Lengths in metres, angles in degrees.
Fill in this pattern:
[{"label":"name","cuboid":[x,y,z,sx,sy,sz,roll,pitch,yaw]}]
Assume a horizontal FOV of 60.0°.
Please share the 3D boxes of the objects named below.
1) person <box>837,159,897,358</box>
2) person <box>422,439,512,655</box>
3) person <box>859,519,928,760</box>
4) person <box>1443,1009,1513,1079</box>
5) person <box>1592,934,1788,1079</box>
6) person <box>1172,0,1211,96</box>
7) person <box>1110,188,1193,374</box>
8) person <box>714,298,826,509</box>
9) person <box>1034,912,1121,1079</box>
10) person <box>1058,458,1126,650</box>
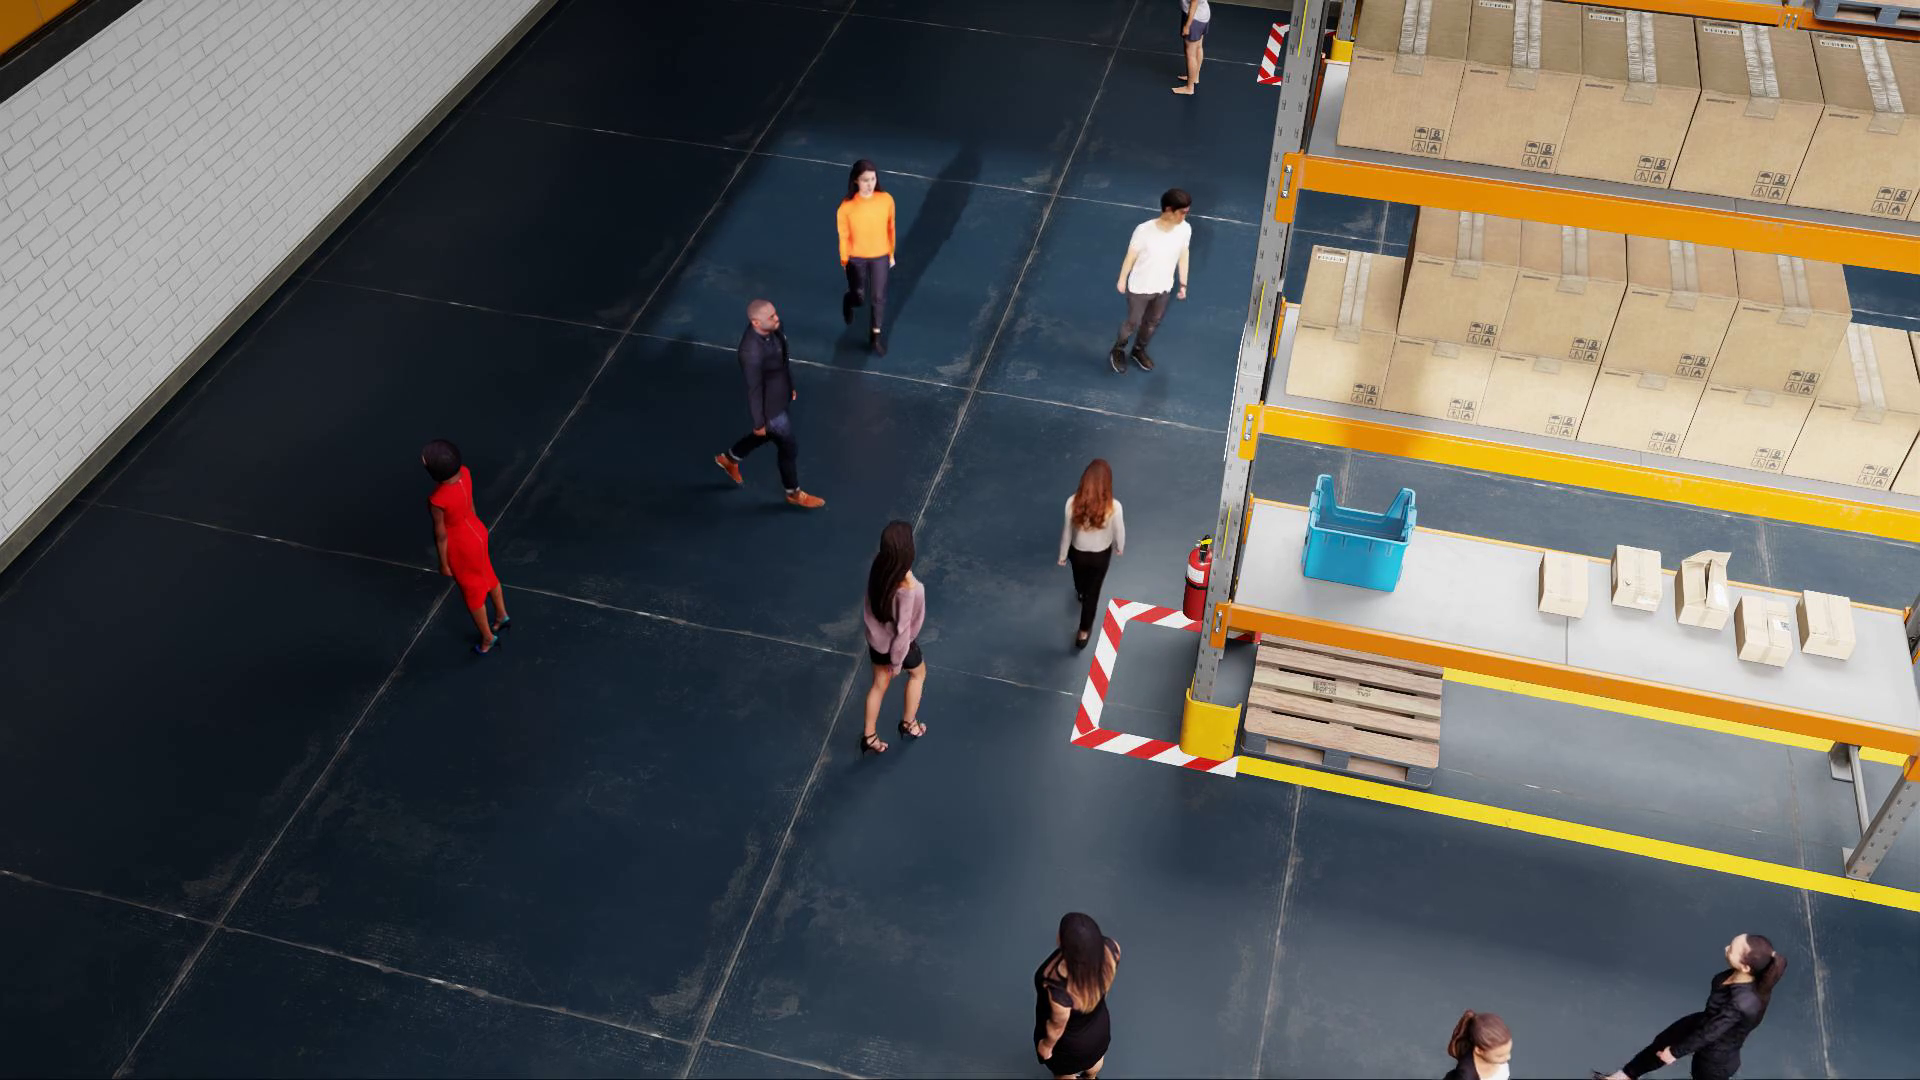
[{"label":"person","cuboid":[-0.764,-2.282,13.227,0.883,1.738,0.923,-16,46,-16]},{"label":"person","cuboid":[-3.196,0.052,10.773,0.485,1.743,0.548,11,45,11]},{"label":"person","cuboid":[-0.471,0.676,10.097,0.882,1.772,0.824,-23,48,-22]},{"label":"person","cuboid":[2.396,2.709,8.142,1.106,1.527,0.829,30,51,28]},{"label":"person","cuboid":[3.798,2.534,8.213,0.942,1.683,0.712,19,47,19]},{"label":"person","cuboid":[2.318,-5.174,16.388,0.548,1.566,0.580,15,46,15]},{"label":"person","cuboid":[1.460,-2.042,13.017,0.773,1.681,0.866,-3,44,-3]},{"label":"person","cuboid":[-1.430,-0.992,11.831,1.105,1.796,0.759,7,44,7]},{"label":"person","cuboid":[0.584,2.416,8.310,0.736,1.718,0.737,29,51,27]},{"label":"person","cuboid":[0.843,0.137,10.892,0.803,1.457,0.649,8,44,8]}]
